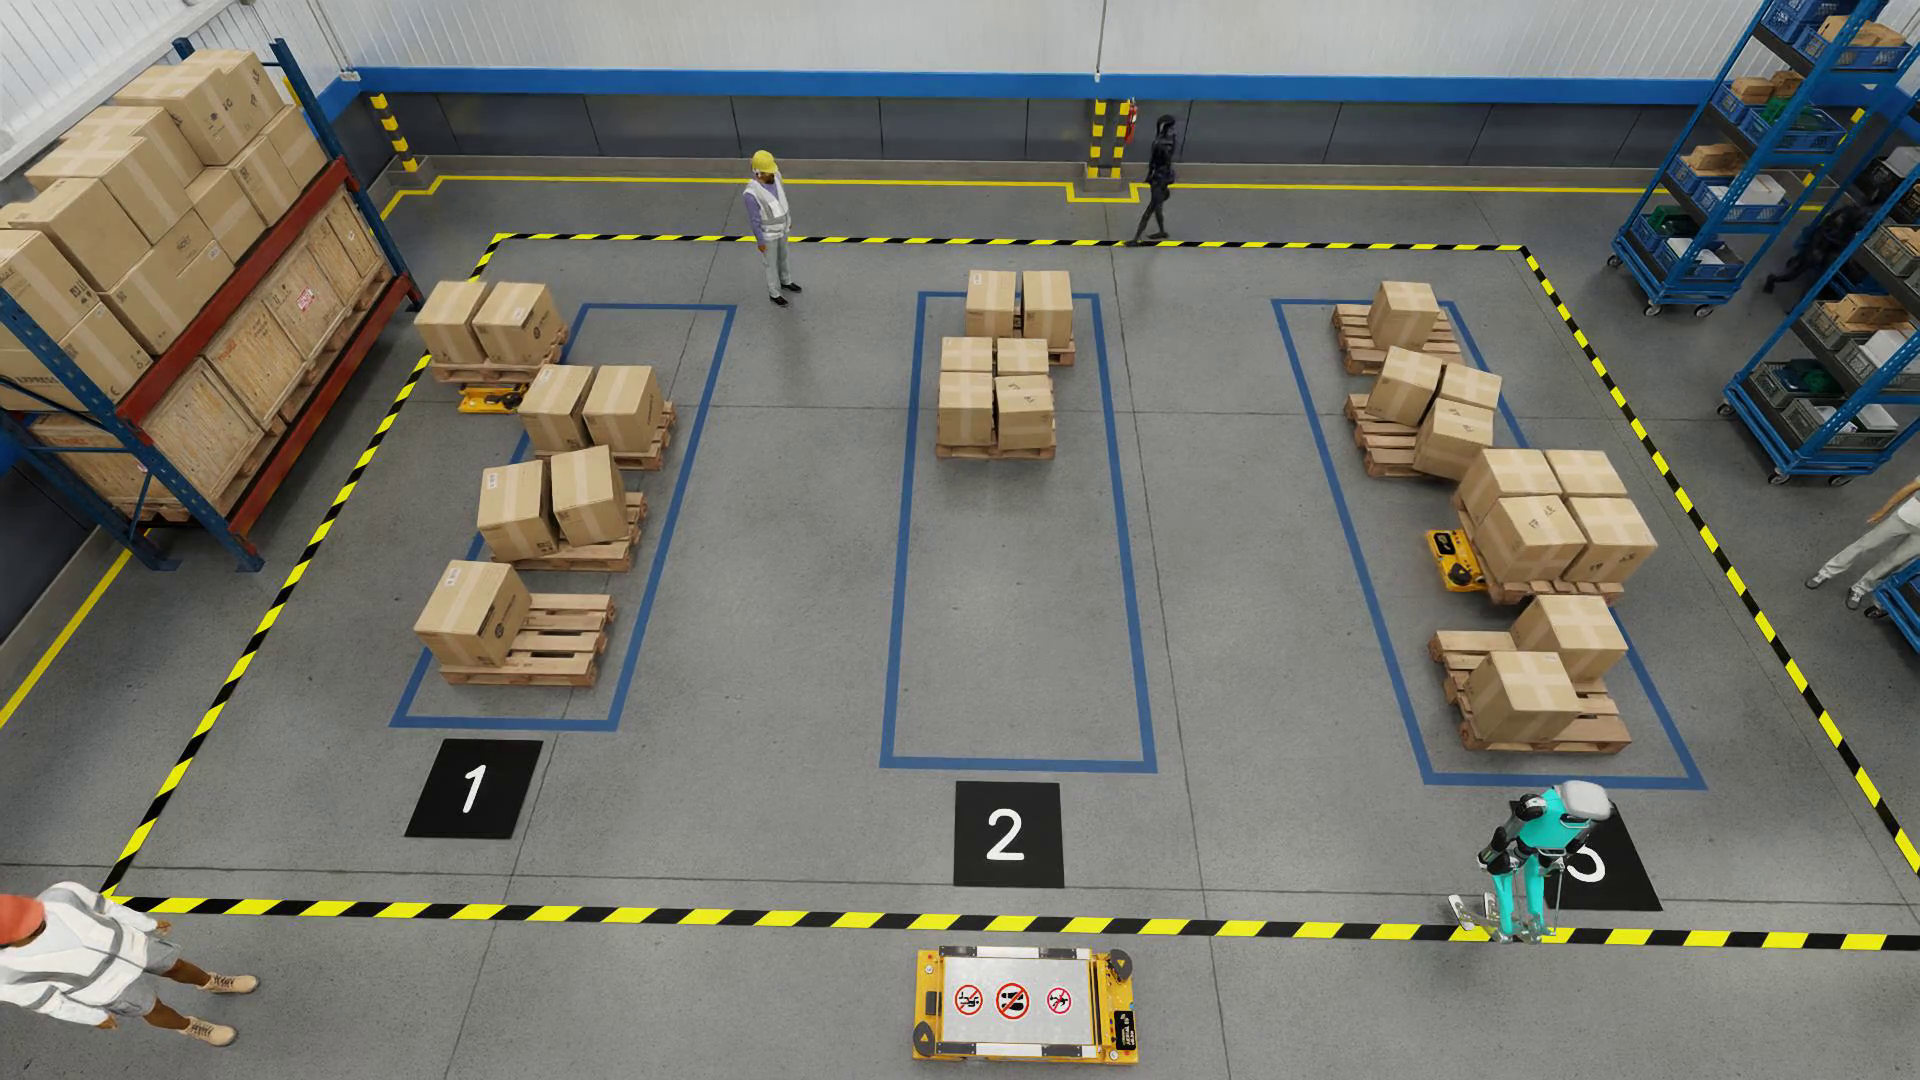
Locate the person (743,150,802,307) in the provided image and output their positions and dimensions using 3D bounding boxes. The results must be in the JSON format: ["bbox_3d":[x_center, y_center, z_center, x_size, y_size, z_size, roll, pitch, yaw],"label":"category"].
[{"bbox_3d":[-2.101,-3.517,10.345,0.404,1.827,0.598,21,54,16],"label":"person"}]

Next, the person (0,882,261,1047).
[{"bbox_3d":[-4.877,2.480,5.321,0.375,2.040,0.613,0,51,0],"label":"person"}]

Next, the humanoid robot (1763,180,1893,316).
[{"bbox_3d":[9.774,-3.299,10.288,0.608,1.630,0.722,7,51,6],"label":"humanoid robot"}]

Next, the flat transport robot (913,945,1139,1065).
[{"bbox_3d":[0.422,3.041,6.007,1.431,0.231,0.659,1,51,1],"label":"flat transport robot"}]

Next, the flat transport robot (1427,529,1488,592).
[{"bbox_3d":[5.094,0.161,8.336,1.431,0.197,0.652,1,51,1],"label":"flat transport robot"}]

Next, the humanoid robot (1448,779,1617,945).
[{"bbox_3d":[3.578,2.144,5.705,0.533,1.676,0.735,1,51,1],"label":"humanoid robot"}]

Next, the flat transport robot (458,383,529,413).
[{"bbox_3d":[-4.939,-1.946,10.054,0.652,0.197,1.431,1,51,1],"label":"flat transport robot"}]

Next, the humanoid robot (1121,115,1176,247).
[{"bbox_3d":[2.360,-4.356,11.138,0.690,1.632,0.609,-7,51,-6],"label":"humanoid robot"}]

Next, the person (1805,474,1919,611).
[{"bbox_3d":[7.929,-0.127,7.571,0.391,1.846,0.563,-36,59,-26],"label":"person"}]
